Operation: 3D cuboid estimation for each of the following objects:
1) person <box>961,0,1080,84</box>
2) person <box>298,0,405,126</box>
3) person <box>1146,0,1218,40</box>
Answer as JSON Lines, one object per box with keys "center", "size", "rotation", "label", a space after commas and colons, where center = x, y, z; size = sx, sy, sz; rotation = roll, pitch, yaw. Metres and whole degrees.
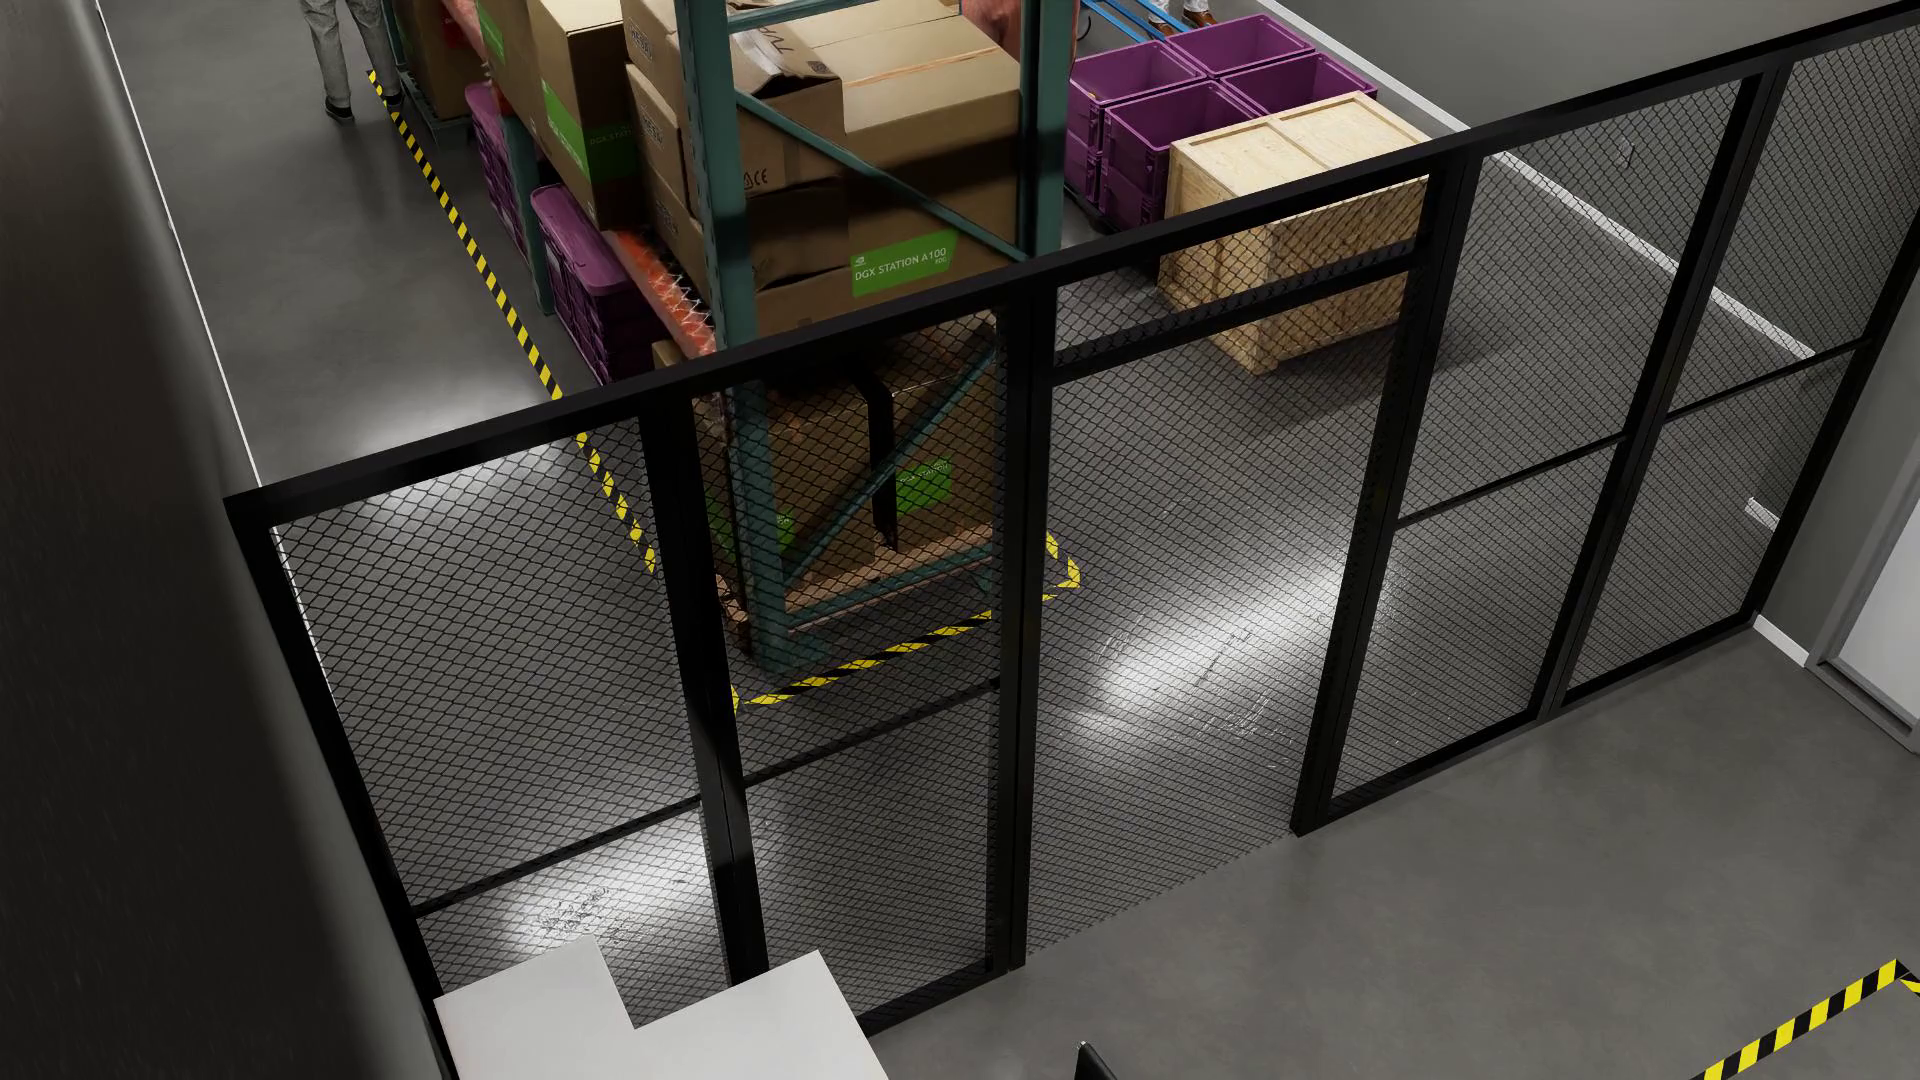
{"center": [0.227, -1.808, 6.884], "size": [0.611, 1.993, 0.378], "rotation": [-32, 51, -30], "label": "person"}
{"center": [-3.173, -2.973, 8.273], "size": [0.590, 1.836, 0.404], "rotation": [-21, 46, -21], "label": "person"}
{"center": [1.284, -3.621, 8.907], "size": [0.635, 1.937, 0.352], "rotation": [-22, 47, -22], "label": "person"}
